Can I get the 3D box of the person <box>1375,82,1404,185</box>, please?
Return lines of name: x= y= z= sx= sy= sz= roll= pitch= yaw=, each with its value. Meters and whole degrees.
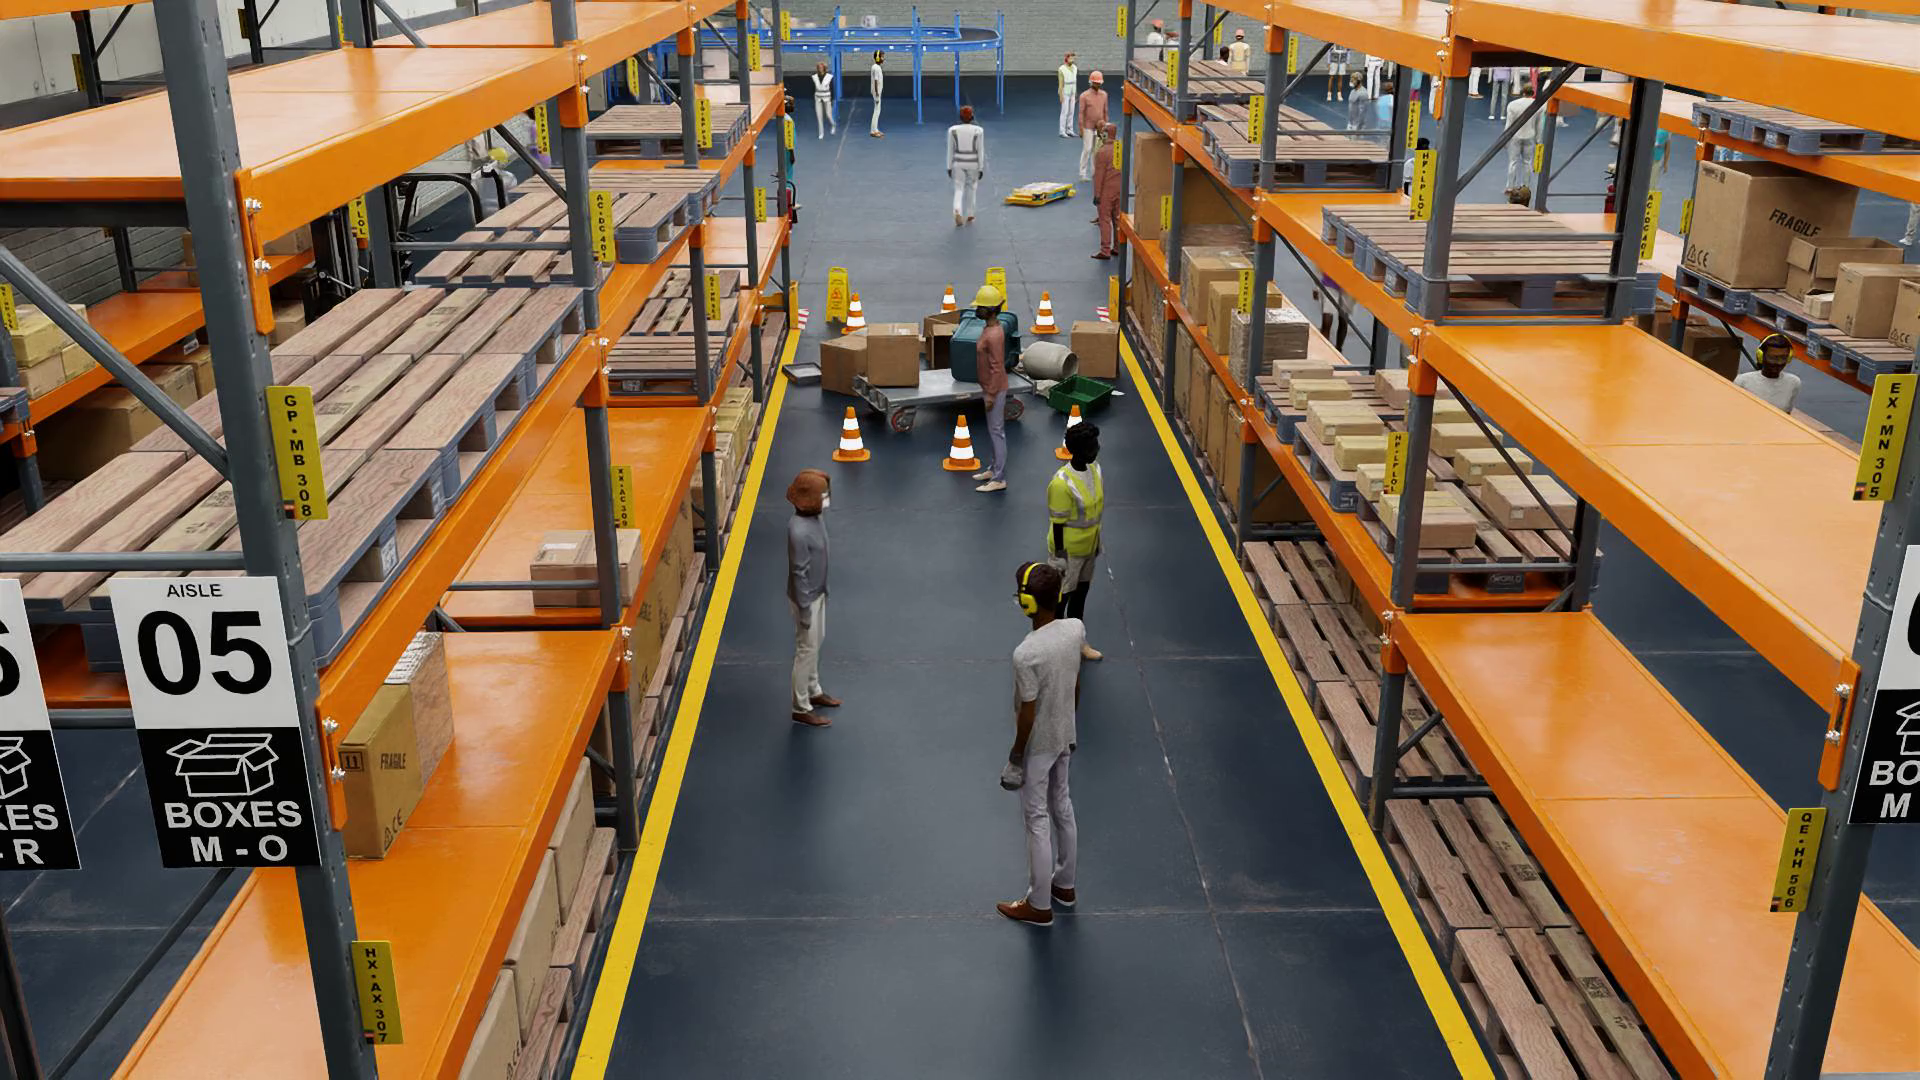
person: x=7.820 y=-7.368 z=30.171 sx=0.466 sy=1.802 sz=0.689 roll=-11 pitch=23 yaw=-27

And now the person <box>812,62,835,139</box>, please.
person: x=-2.968 y=-9.610 z=36.325 sx=0.511 sy=1.631 sz=0.443 roll=4 pitch=21 yaw=12

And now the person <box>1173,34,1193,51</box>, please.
person: x=5.501 y=-11.499 z=40.955 sx=0.656 sy=1.890 sz=1.019 roll=18 pitch=27 yaw=39

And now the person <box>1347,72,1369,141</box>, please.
person: x=7.325 y=-7.674 z=30.804 sx=0.380 sy=1.929 sz=0.635 roll=-3 pitch=21 yaw=-8

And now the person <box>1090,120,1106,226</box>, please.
person: x=2.233 y=-5.787 z=26.230 sx=0.288 sy=1.629 sz=0.501 roll=-3 pitch=21 yaw=-8

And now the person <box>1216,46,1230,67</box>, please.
person: x=5.735 y=-9.930 z=36.790 sx=0.387 sy=1.906 sz=0.603 roll=-5 pitch=21 yaw=-13

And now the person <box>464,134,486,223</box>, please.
person: x=-7.634 y=-5.908 z=26.394 sx=0.311 sy=1.735 sz=0.483 roll=5 pitch=21 yaw=13

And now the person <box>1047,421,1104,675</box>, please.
person: x=0.745 y=0.041 z=10.732 sx=0.319 sy=1.693 sz=0.535 roll=14 pitch=25 yaw=32

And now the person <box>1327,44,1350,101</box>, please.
person: x=9.864 y=-12.475 z=43.323 sx=0.605 sy=2.045 sz=0.381 roll=0 pitch=21 yaw=0

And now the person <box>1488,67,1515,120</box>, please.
person: x=12.872 y=-10.982 z=39.542 sx=0.590 sy=1.924 sz=0.381 roll=7 pitch=22 yaw=18

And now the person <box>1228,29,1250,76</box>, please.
person: x=6.971 y=-11.792 z=41.679 sx=0.543 sy=1.928 sz=0.372 roll=3 pitch=21 yaw=7

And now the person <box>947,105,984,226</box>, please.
person: x=0.078 y=-5.885 z=26.176 sx=0.584 sy=1.858 sz=0.860 roll=3 pitch=21 yaw=8

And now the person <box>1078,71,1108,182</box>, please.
person: x=2.450 y=-7.542 z=30.387 sx=0.617 sy=1.982 sz=0.434 roll=-12 pitch=24 yaw=-30

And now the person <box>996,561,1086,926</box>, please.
person: x=0.385 y=0.982 z=8.005 sx=0.328 sy=1.865 sz=0.520 roll=16 pitch=26 yaw=35

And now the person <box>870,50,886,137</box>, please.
person: x=-1.813 y=-9.772 z=36.451 sx=0.340 sy=1.857 sz=0.518 roll=0 pitch=21 yaw=-1

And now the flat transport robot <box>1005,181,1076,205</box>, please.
flat transport robot: x=1.396 y=-5.974 z=28.606 sx=0.652 sy=0.197 sz=1.431 roll=11 pitch=23 yaw=27

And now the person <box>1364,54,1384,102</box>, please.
person: x=10.772 y=-12.360 z=43.257 sx=0.567 sy=1.880 sz=0.357 roll=-10 pitch=23 yaw=-25

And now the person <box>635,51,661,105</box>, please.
person: x=-6.573 y=-9.398 z=35.363 sx=0.682 sy=1.914 sz=0.580 roll=15 pitch=26 yaw=35

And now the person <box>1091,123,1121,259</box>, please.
person: x=2.105 y=-4.970 z=23.698 sx=0.397 sy=1.899 sz=0.638 roll=16 pitch=26 yaw=36

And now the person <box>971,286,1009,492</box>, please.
person: x=0.254 y=-1.284 z=14.128 sx=0.319 sy=1.769 sz=0.523 roll=-1 pitch=21 yaw=-1

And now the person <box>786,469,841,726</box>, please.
person: x=-0.901 y=0.341 z=10.036 sx=0.278 sy=1.622 sz=0.510 roll=3 pitch=21 yaw=8

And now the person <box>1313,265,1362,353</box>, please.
person: x=4.046 y=-2.672 z=17.646 sx=0.552 sy=1.872 sz=0.952 roll=3 pitch=21 yaw=7

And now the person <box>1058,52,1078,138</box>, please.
person: x=2.343 y=-9.726 z=36.357 sx=0.400 sy=1.832 sz=0.574 roll=17 pitch=26 yaw=37

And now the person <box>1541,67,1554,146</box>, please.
person: x=12.195 y=-8.977 z=34.485 sx=0.453 sy=1.757 sz=0.543 roll=9 pitch=22 yaw=22

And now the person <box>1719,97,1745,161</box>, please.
person: x=15.293 y=-8.374 z=32.679 sx=0.395 sy=1.910 sz=0.586 roll=-14 pitch=25 yaw=-33

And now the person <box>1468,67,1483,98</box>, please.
person: x=13.779 y=-12.734 z=44.232 sx=0.355 sy=1.884 sz=0.576 roll=-1 pitch=21 yaw=-2

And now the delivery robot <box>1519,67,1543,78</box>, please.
delivery robot: x=16.676 y=-13.723 z=48.557 sx=0.707 sy=0.478 sz=0.477 roll=15 pitch=25 yaw=36

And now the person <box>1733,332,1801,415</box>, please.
person: x=5.844 y=-0.613 z=12.214 sx=0.532 sy=1.868 sz=0.310 roll=-1 pitch=21 yaw=-2

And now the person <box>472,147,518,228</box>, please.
person: x=-6.100 y=-4.262 z=21.965 sx=0.611 sy=1.787 sz=0.667 roll=0 pitch=21 yaw=1

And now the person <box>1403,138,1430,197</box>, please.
person: x=6.525 y=-4.889 z=23.755 sx=0.540 sy=1.695 sz=0.317 roll=-13 pitch=24 yaw=-30

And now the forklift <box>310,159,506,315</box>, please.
forklift: x=-5.622 y=-2.910 z=17.832 sx=2.313 sy=2.155 sz=1.214 roll=-1 pitch=21 yaw=-1

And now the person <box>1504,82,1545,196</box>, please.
person: x=9.757 y=-6.947 z=28.856 sx=0.635 sy=1.937 sz=0.353 roll=2 pitch=21 yaw=5

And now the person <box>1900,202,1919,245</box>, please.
person: x=14.324 y=-5.246 z=24.645 sx=0.484 sy=1.737 sz=0.322 roll=2 pitch=21 yaw=6

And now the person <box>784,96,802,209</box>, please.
person: x=-2.870 y=-6.440 z=27.649 sx=0.327 sy=1.844 sz=0.514 roll=-9 pitch=22 yaw=-22
